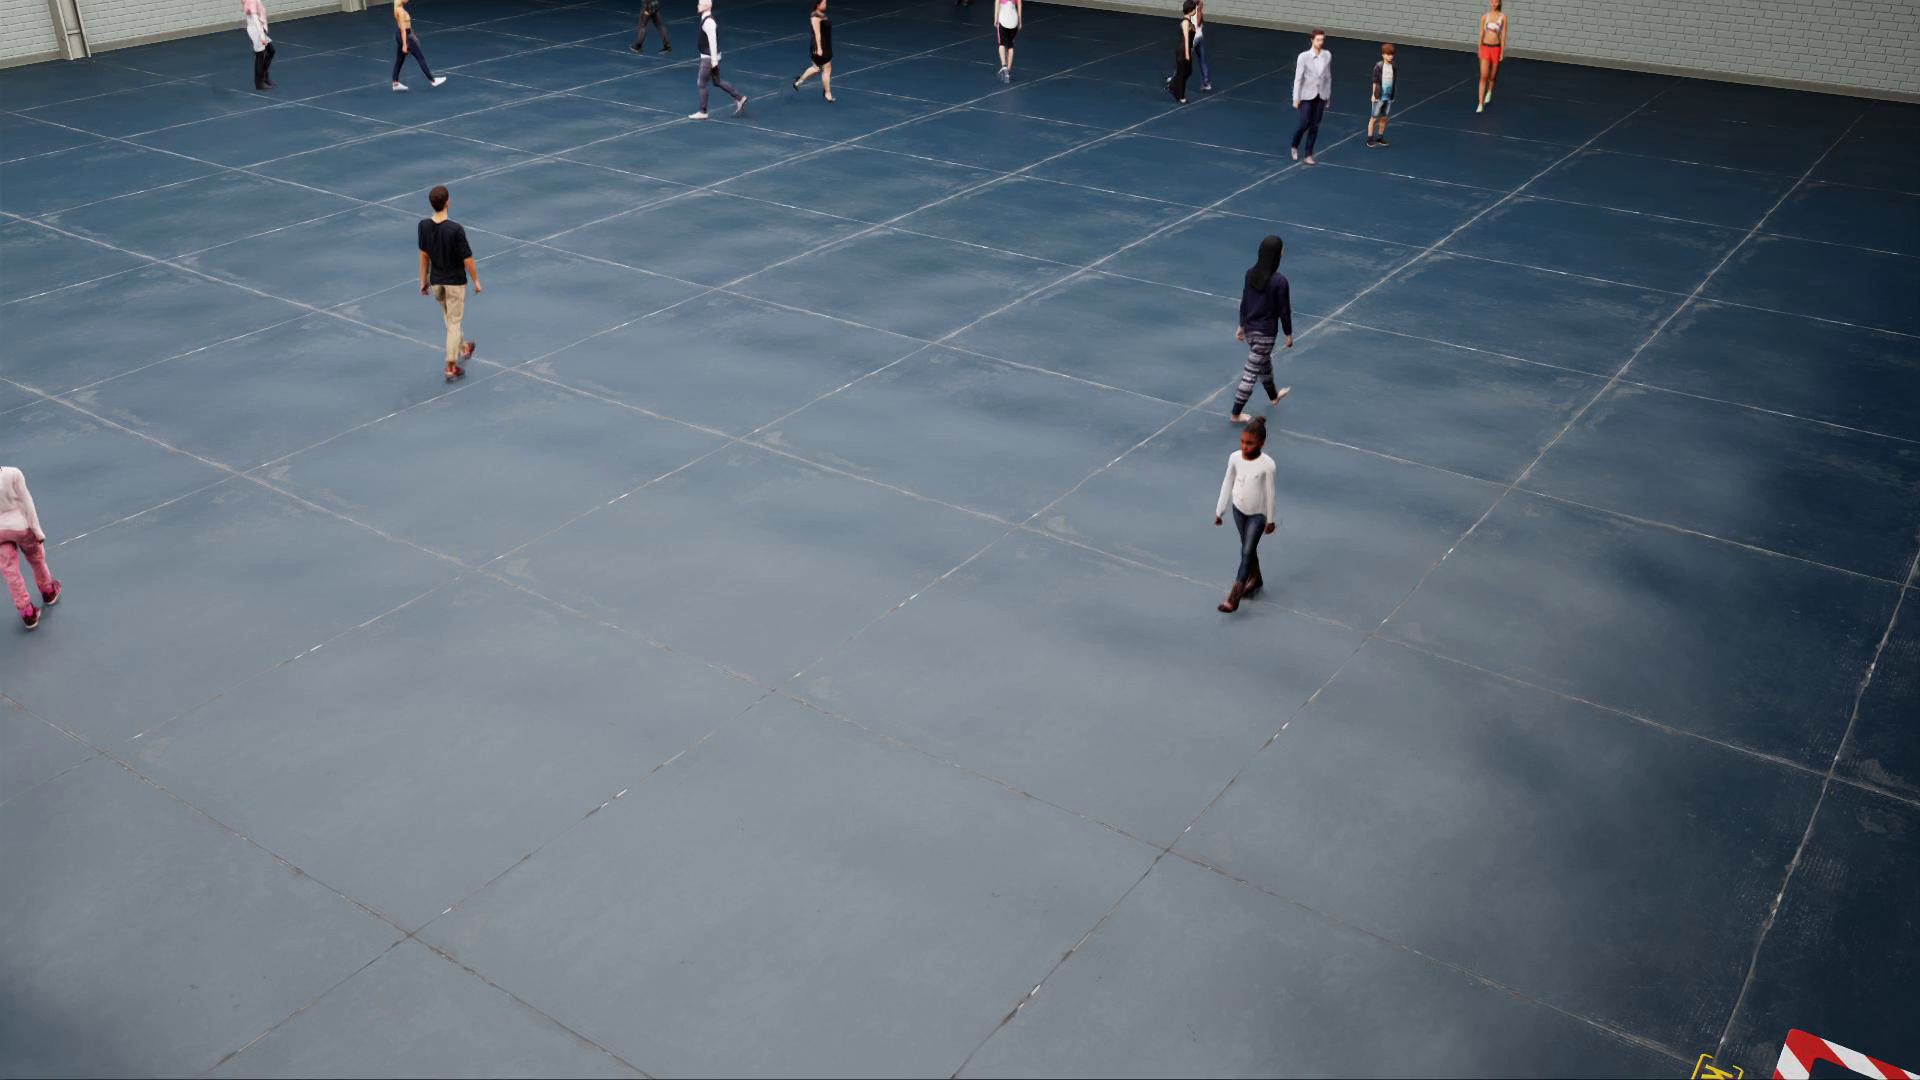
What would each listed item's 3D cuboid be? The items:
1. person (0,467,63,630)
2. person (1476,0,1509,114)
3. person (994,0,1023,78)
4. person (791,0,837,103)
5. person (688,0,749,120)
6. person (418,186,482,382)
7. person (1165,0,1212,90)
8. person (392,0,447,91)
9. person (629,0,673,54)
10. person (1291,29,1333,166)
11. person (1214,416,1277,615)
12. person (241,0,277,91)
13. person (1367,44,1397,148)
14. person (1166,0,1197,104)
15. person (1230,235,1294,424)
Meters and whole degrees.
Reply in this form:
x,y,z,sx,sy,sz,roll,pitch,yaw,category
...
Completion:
x,y,z,sx,sy,sz,roll,pitch,yaw,category
-6.667,-0.047,11.665,0.867,1.429,0.889,-9,29,-17,person
8.331,-7.623,26.020,0.753,1.757,1.173,10,29,19,person
0.816,-8.679,28.086,0.899,1.743,1.007,-1,27,-2,person
-2.310,-7.794,26.429,1.029,1.686,1.008,-1,27,-2,person
-3.726,-7.342,25.433,1.258,1.794,1.173,-6,28,-11,person
-4.904,-2.403,15.801,0.912,1.831,1.111,6,28,12,person
3.913,-8.124,27.267,1.072,1.506,0.769,-22,34,-36,person
-9.175,-8.149,27.227,1.158,1.587,0.932,-12,30,-22,person
-5.331,-9.271,28.834,0.798,1.685,1.037,14,30,25,person
4.864,-6.173,23.112,0.816,1.840,0.888,-7,28,-14,person
2.133,-0.220,12.000,0.625,1.430,0.914,23,35,37,person
-11.600,-8.255,27.216,0.801,1.786,0.780,-13,30,-23,person
6.122,-6.439,24.060,0.585,1.446,0.677,-11,29,-20,person
3.485,-7.756,26.458,0.763,1.593,0.703,6,28,11,person
2.630,-1.840,14.863,1.119,1.690,0.839,-19,33,-32,person
